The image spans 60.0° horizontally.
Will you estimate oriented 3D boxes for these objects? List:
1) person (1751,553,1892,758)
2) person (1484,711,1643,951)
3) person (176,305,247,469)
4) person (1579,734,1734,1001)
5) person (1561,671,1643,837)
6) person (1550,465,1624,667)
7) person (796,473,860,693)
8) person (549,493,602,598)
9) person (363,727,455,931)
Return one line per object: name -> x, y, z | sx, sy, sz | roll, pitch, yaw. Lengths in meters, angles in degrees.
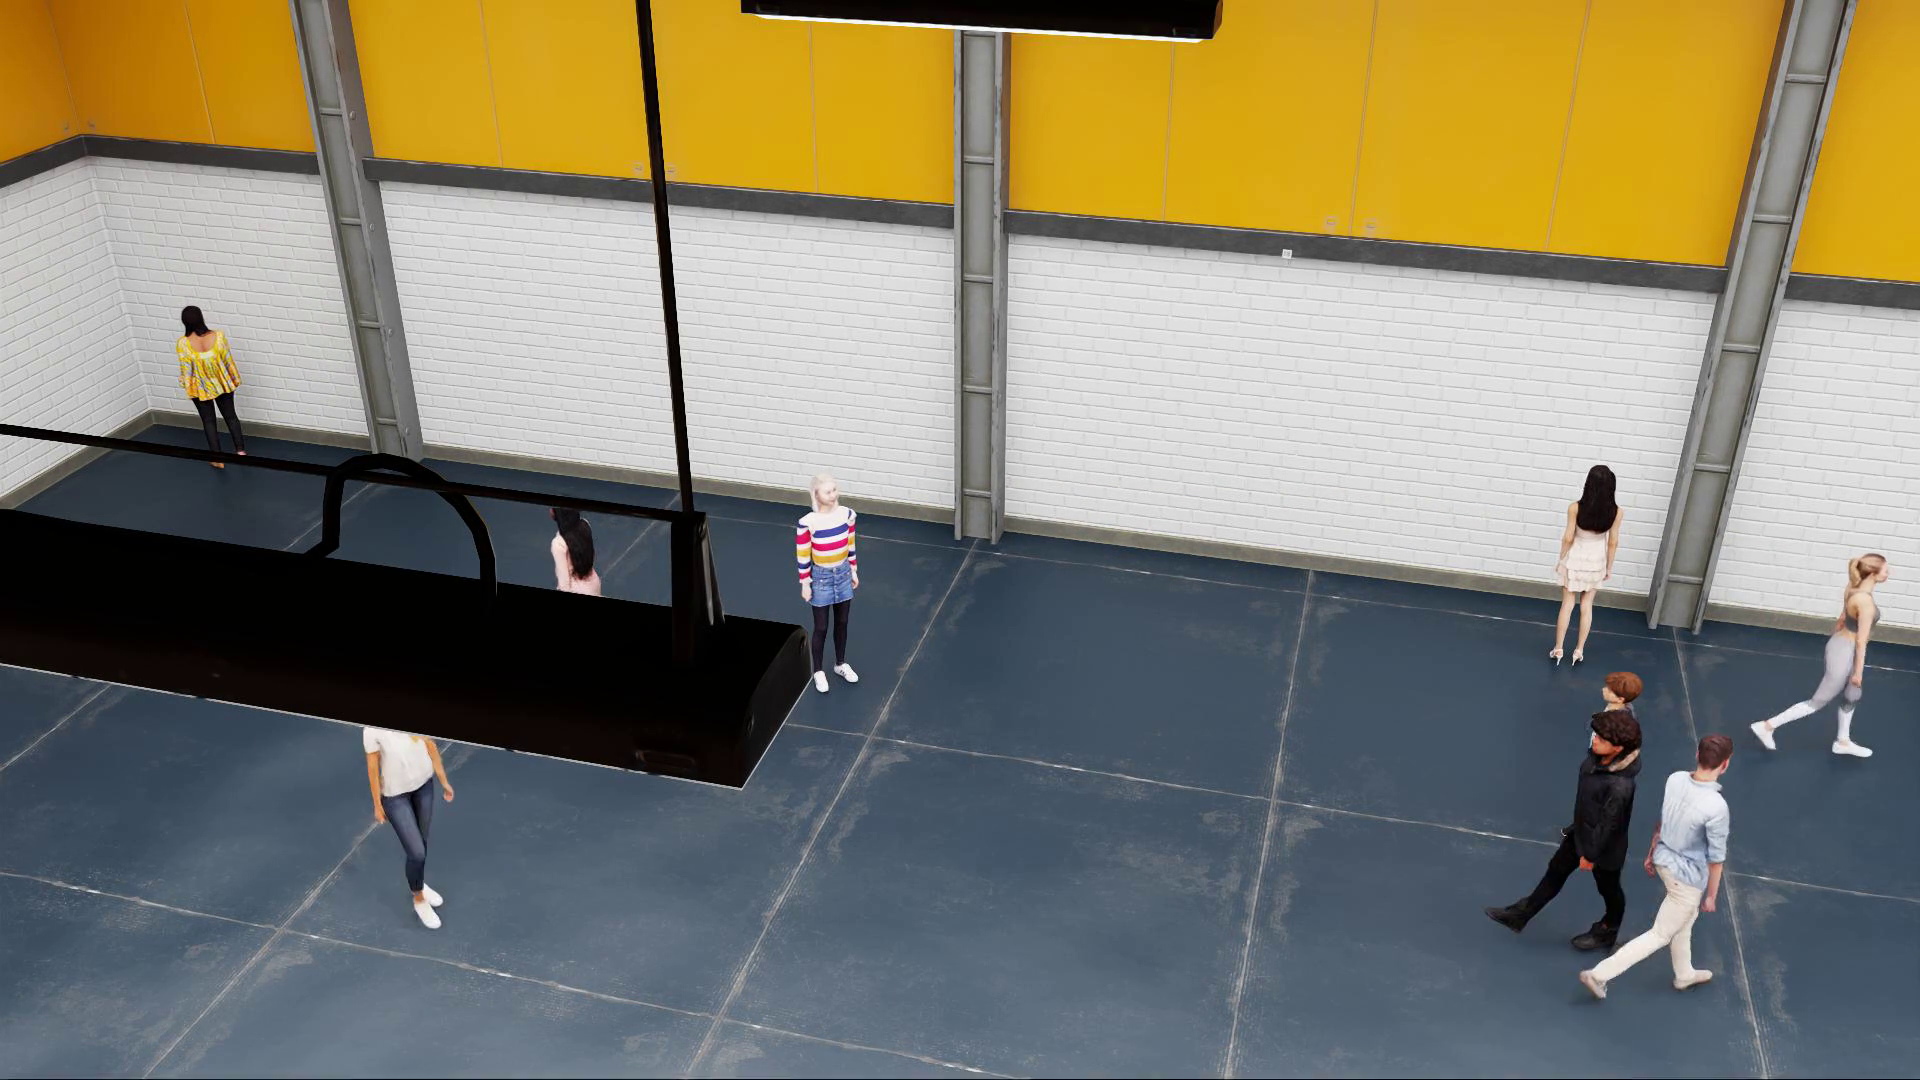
person -> 6.226, 0.849, 11.906 | 1.089, 1.671, 0.584 | 7, 29, 12
person -> 3.963, 1.795, 10.101 | 1.135, 1.740, 0.870 | -2, 29, -3
person -> -7.310, -1.496, 16.227 | 0.880, 1.651, 0.933 | -21, 35, -34
person -> 4.116, 1.979, 9.699 | 1.266, 1.801, 1.010 | -4, 29, -7
person -> 4.249, 1.480, 10.987 | 0.518, 1.445, 0.534 | 9, 30, 15
person -> 4.879, 0.208, 13.010 | 0.458, 1.739, 0.628 | 6, 29, 12
person -> -1.002, 0.306, 12.762 | 0.707, 1.806, 0.765 | -16, 32, -26
person -> -2.817, 0.447, 12.637 | 1.108, 1.678, 0.743 | 12, 31, 21
person -> -3.535, 1.563, 10.468 | 0.761, 1.796, 0.696 | 17, 33, 28
